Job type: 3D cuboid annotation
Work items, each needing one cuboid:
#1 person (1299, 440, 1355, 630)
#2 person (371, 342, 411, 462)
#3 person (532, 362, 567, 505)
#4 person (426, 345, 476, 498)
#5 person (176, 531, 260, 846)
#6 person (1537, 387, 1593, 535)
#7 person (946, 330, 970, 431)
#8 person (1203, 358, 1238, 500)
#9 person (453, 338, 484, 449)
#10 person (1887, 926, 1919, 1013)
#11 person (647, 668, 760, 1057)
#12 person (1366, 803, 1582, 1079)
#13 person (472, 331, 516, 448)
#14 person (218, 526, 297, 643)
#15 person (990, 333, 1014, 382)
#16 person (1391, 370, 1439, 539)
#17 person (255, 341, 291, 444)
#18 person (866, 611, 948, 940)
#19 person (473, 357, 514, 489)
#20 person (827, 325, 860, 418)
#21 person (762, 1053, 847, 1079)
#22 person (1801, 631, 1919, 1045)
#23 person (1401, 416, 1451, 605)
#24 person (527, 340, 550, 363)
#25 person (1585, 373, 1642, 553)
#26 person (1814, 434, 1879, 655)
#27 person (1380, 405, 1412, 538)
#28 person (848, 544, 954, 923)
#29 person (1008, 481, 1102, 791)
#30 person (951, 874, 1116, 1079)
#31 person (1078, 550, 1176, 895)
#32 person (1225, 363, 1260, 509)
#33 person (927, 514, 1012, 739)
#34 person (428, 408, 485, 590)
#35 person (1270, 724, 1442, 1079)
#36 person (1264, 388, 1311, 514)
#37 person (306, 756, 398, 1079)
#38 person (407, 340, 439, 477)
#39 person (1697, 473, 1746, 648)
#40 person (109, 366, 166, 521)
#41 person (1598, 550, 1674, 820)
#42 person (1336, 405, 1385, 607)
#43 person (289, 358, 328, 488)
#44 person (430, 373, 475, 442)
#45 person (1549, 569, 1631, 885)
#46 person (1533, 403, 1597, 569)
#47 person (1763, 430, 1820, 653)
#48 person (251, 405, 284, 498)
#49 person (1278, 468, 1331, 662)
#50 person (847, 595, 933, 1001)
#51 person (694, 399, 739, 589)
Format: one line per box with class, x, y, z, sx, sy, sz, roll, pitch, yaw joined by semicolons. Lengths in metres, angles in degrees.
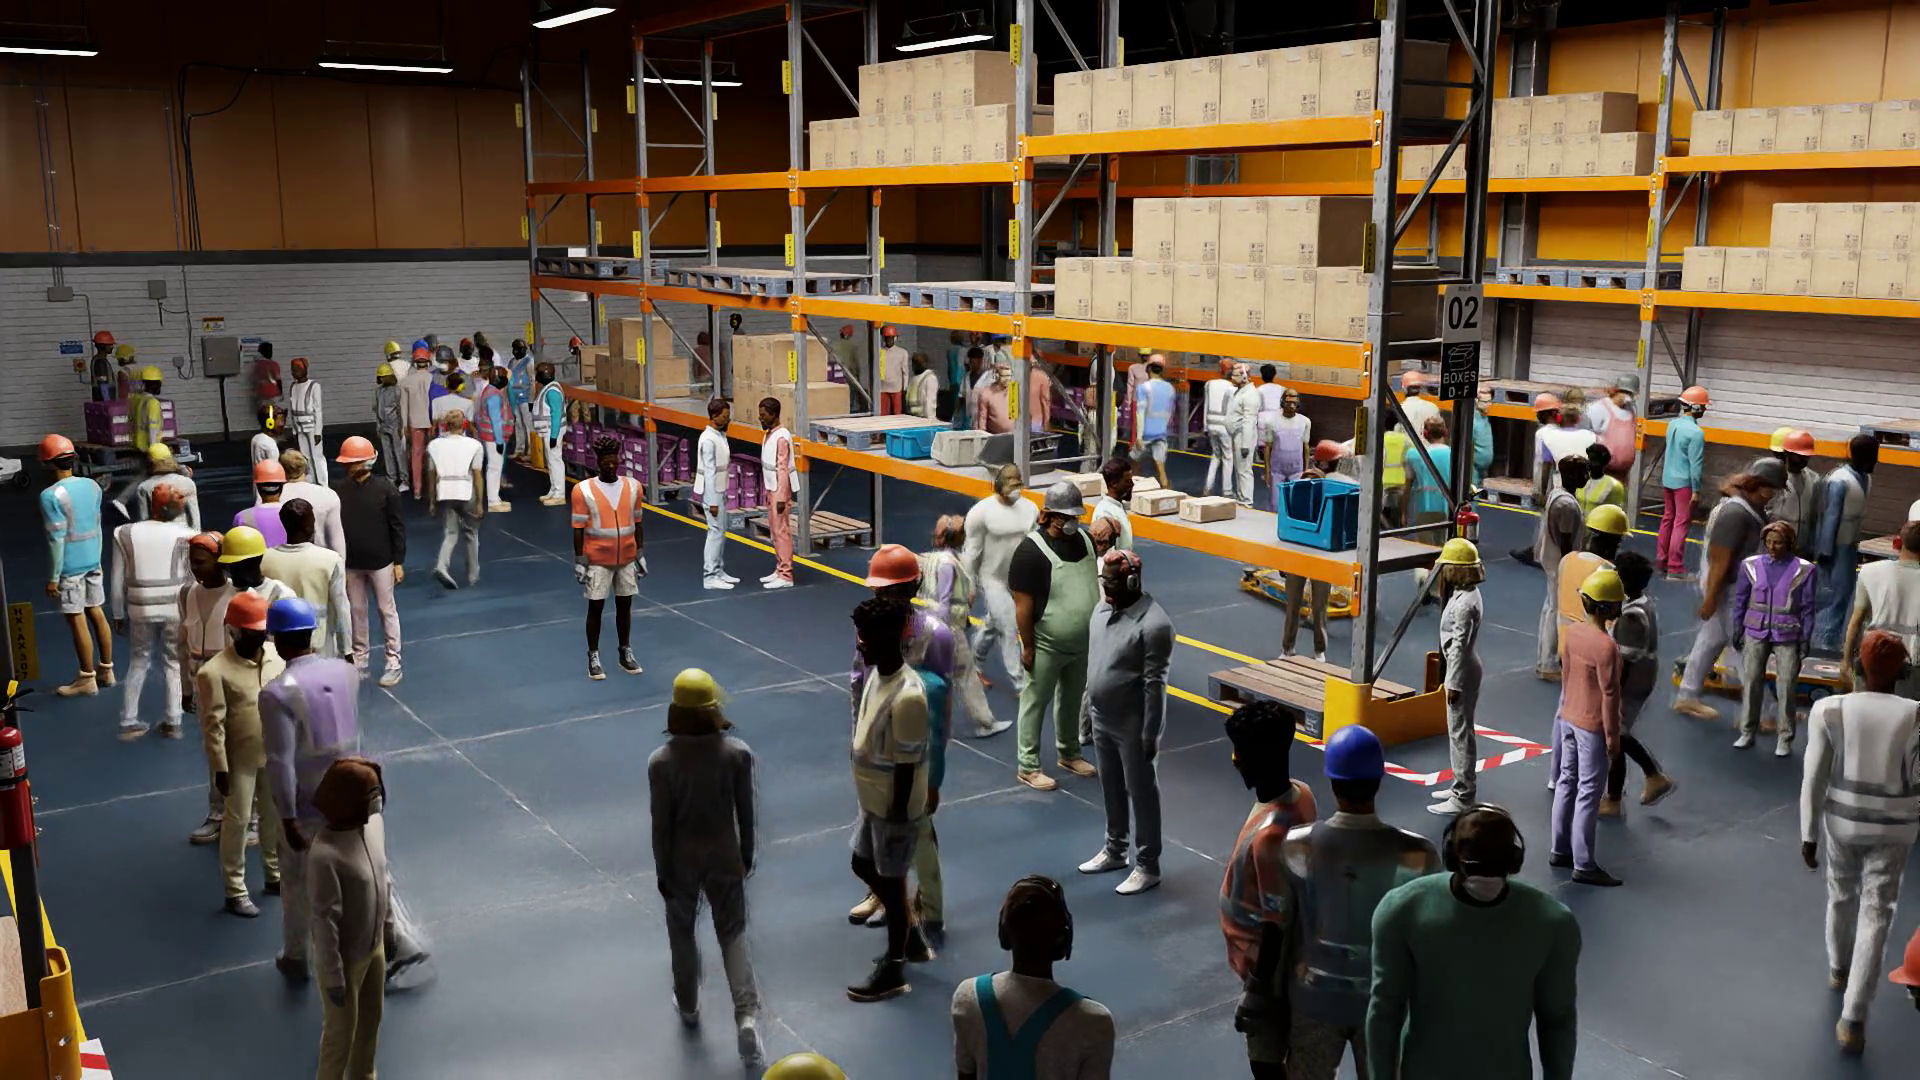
person;3.300;-0.019;14.737;0.570;1.731;0.597;-8;14;-37
person;-8.604;-2.089;25.132;0.745;1.806;0.614;8;14;36
person;-5.271;-1.369;21.371;0.429;1.841;0.634;-4;12;-20
person;-6.704;-1.552;21.794;0.688;2.000;0.536;1;11;6
person;-4.330;0.873;9.786;0.585;1.882;0.337;3;11;14
person;6.585;-0.688;17.771;0.747;1.879;0.999;-7;13;-33
person;0.019;-2.600;27.794;0.626;1.790;0.331;9;14;38
person;3.428;-1.423;21.547;0.438;1.878;0.600;-8;14;-36
person;-7.390;-2.100;25.028;0.582;1.879;0.371;-9;14;-40
person;2.852;1.939;4.732;0.504;1.729;0.568;10;15;42
person;-1.121;1.426;7.416;0.487;1.707;0.817;-4;12;-21
person;1.609;1.737;5.288;0.637;1.927;0.382;2;11;11
person;-7.310;-2.328;26.109;0.670;1.916;0.643;3;11;15
person;-4.119;0.857;9.786;0.591;1.919;0.395;6;12;26
person;0.695;-2.398;26.444;0.505;1.913;0.659;3;12;17
person;5.083;-0.905;18.659;0.662;1.975;0.640;-2;11;-10
person;-11.085;-2.372;26.906;0.558;1.679;0.473;7;13;32
person;-0.313;1.187;8.555;0.354;1.737;0.575;-11;15;-44
person;-6.392;-1.567;22.461;0.495;1.817;0.611;7;13;32
person;-2.140;-3.068;30.404;0.642;1.721;0.634;-1;11;-5
person;-0.333;2.045;3.674;0.587;1.928;0.362;-1;11;-7
person;4.171;1.325;7.631;0.575;1.835;1.006;7;13;33
person;4.503;-0.260;15.764;0.609;1.816;0.637;1;11;7
person;-6.996;-2.533;27.597;0.555;1.733;0.582;4;12;20
person;7.122;-0.882;18.365;0.744;2.000;0.702;-5;12;-23
person;7.412;0.022;14.104;0.606;1.895;0.528;-10;15;-41
person;4.632;-0.616;17.949;0.539;1.672;0.720;-3;11;-15
person;-0.324;1.024;8.606;0.608;2.044;0.377;7;13;31
person;0.664;0.601;10.778;0.688;2.000;0.538;-10;15;-41
person;0.214;1.864;4.850;0.501;1.839;0.342;6;13;29
person;0.890;0.987;9.175;0.401;1.903;0.644;-7;13;-32
person;3.459;-1.225;20.495;0.399;1.900;0.645;0;11;0
person;-0.002;0.611;11.831;0.688;1.605;0.540;-1;11;-5
person;-4.989;-0.383;16.422;0.572;1.810;0.751;1;11;4
person;1.382;1.607;5.896;0.610;1.938;0.421;3;12;17
person;3.578;-0.751;18.236;0.502;1.837;0.350;0;11;-2
person;-2.380;1.635;6.562;0.286;1.625;0.498;1;11;8
person;-7.590;-1.866;23.644;0.405;1.943;0.614;7;13;31
person;6.373;0.262;13.620;0.546;1.607;0.614;-5;12;-26
person;-9.875;-1.144;20.052;0.600;1.905;0.725;8;14;36
person;4.103;0.896;10.160;0.433;1.685;0.542;6;13;30
person;3.756;-0.304;15.636;0.599;1.958;0.377;-6;13;-30
person;-8.471;-1.429;21.602;0.567;1.878;0.352;6;13;30
person;-6.177;-1.125;20.237;0.529;1.806;0.967;-2;11;-12
person;3.527;1.032;9.277;0.309;1.769;0.524;-1;11;-7
person;6.249;-0.520;17.171;0.570;1.785;0.900;1;11;6
person;6.976;0.027;14.012;0.543;1.929;0.386;-2;11;-11
person;-6.796;-0.413;16.456;0.350;1.856;0.520;-9;14;-39
person;2.899;0.211;13.796;0.514;1.642;0.310;4;12;19
person;-0.353;1.217;7.852;0.407;1.957;0.606;-3;12;-16
person;-2.445;-0.459;16.550;0.386;1.904;0.603;0;11;2
